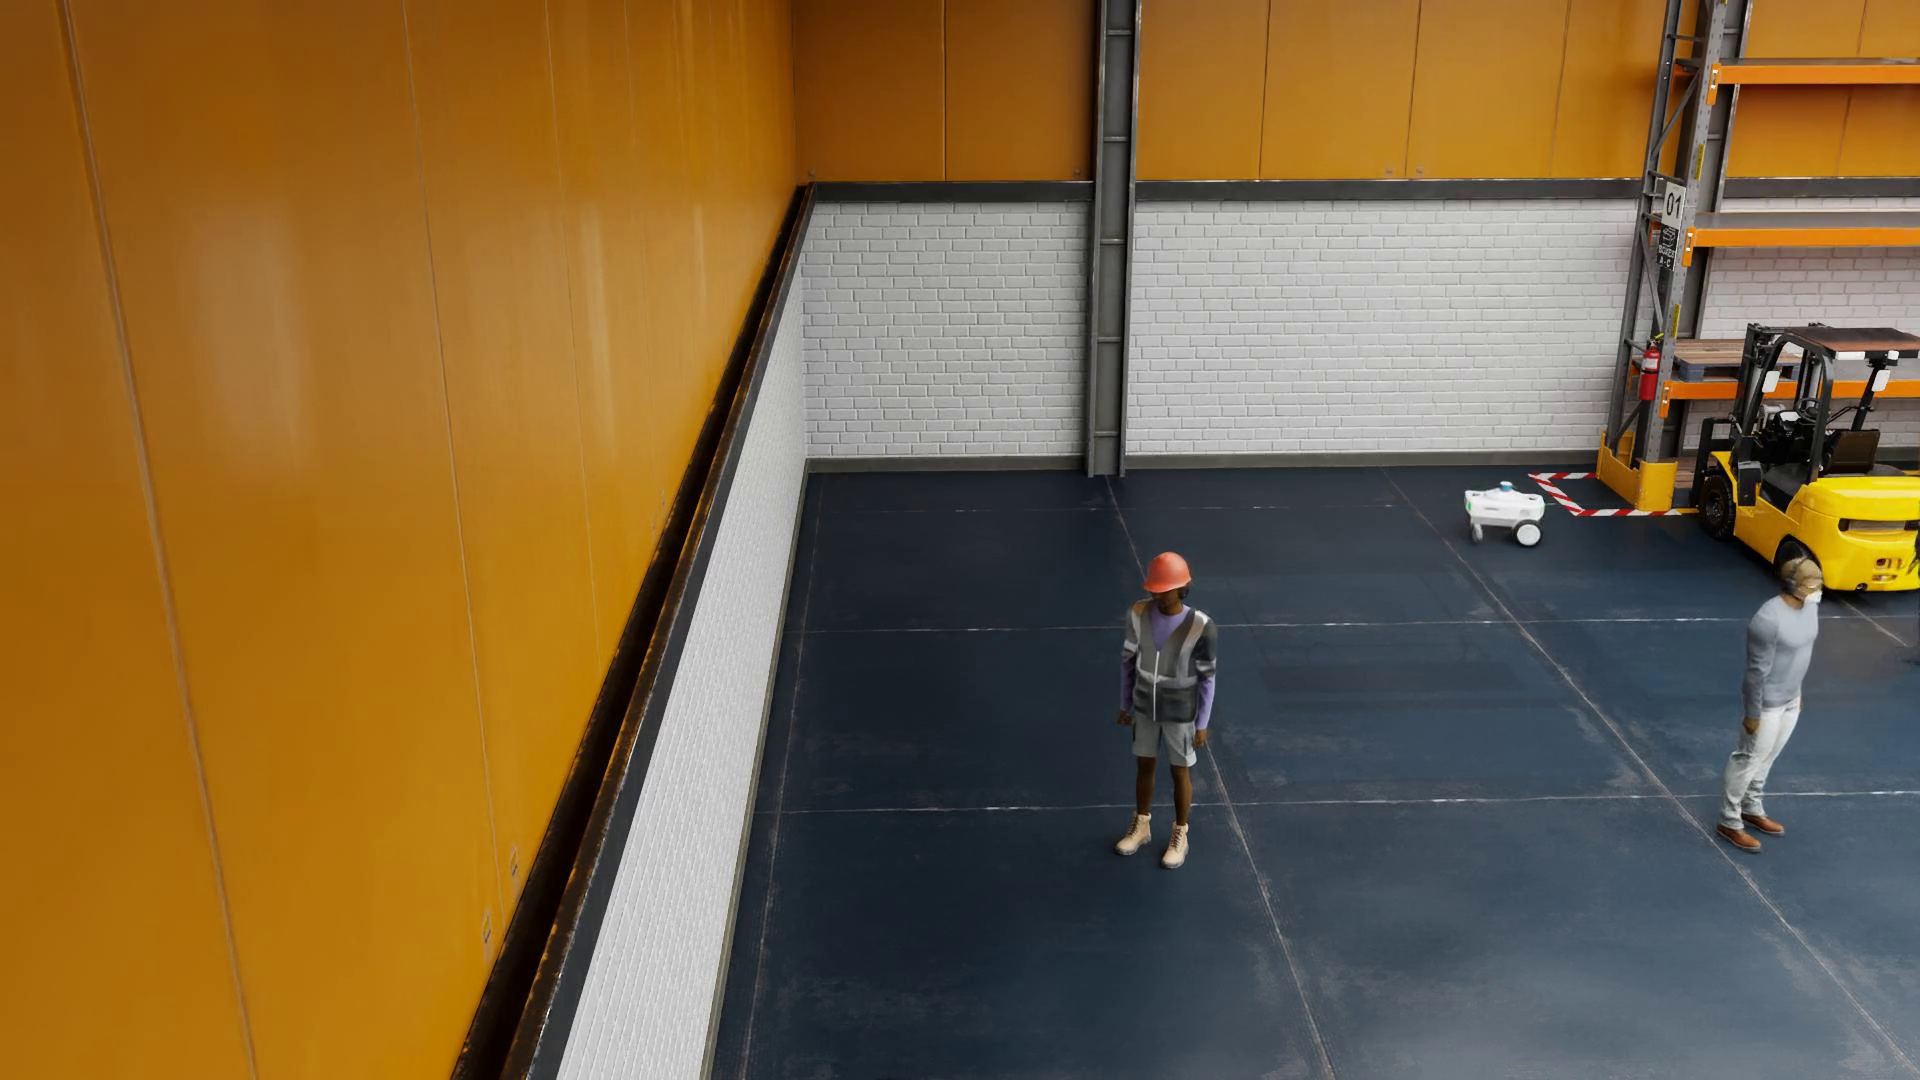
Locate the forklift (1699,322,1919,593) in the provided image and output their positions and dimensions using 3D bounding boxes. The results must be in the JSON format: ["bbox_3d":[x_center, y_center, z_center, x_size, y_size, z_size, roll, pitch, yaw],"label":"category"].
[{"bbox_3d":[7.809,-0.792,14.926,1.214,2.155,2.313,-1,20,-2],"label":"forklift"}]

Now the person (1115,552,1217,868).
[{"bbox_3d":[1.241,1.037,10.184,0.614,2.041,0.373,12,23,30],"label":"person"}]

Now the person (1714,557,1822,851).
[{"bbox_3d":[5.091,1.007,10.422,0.633,1.937,0.362,-16,25,-36],"label":"person"}]

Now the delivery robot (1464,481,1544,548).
[{"bbox_3d":[5.196,-0.254,15.826,0.767,0.595,0.521,5,21,13],"label":"delivery robot"}]

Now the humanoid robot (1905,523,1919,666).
[{"bbox_3d":[7.809,0.174,13.094,0.584,1.639,0.664,15,25,35],"label":"humanoid robot"}]
